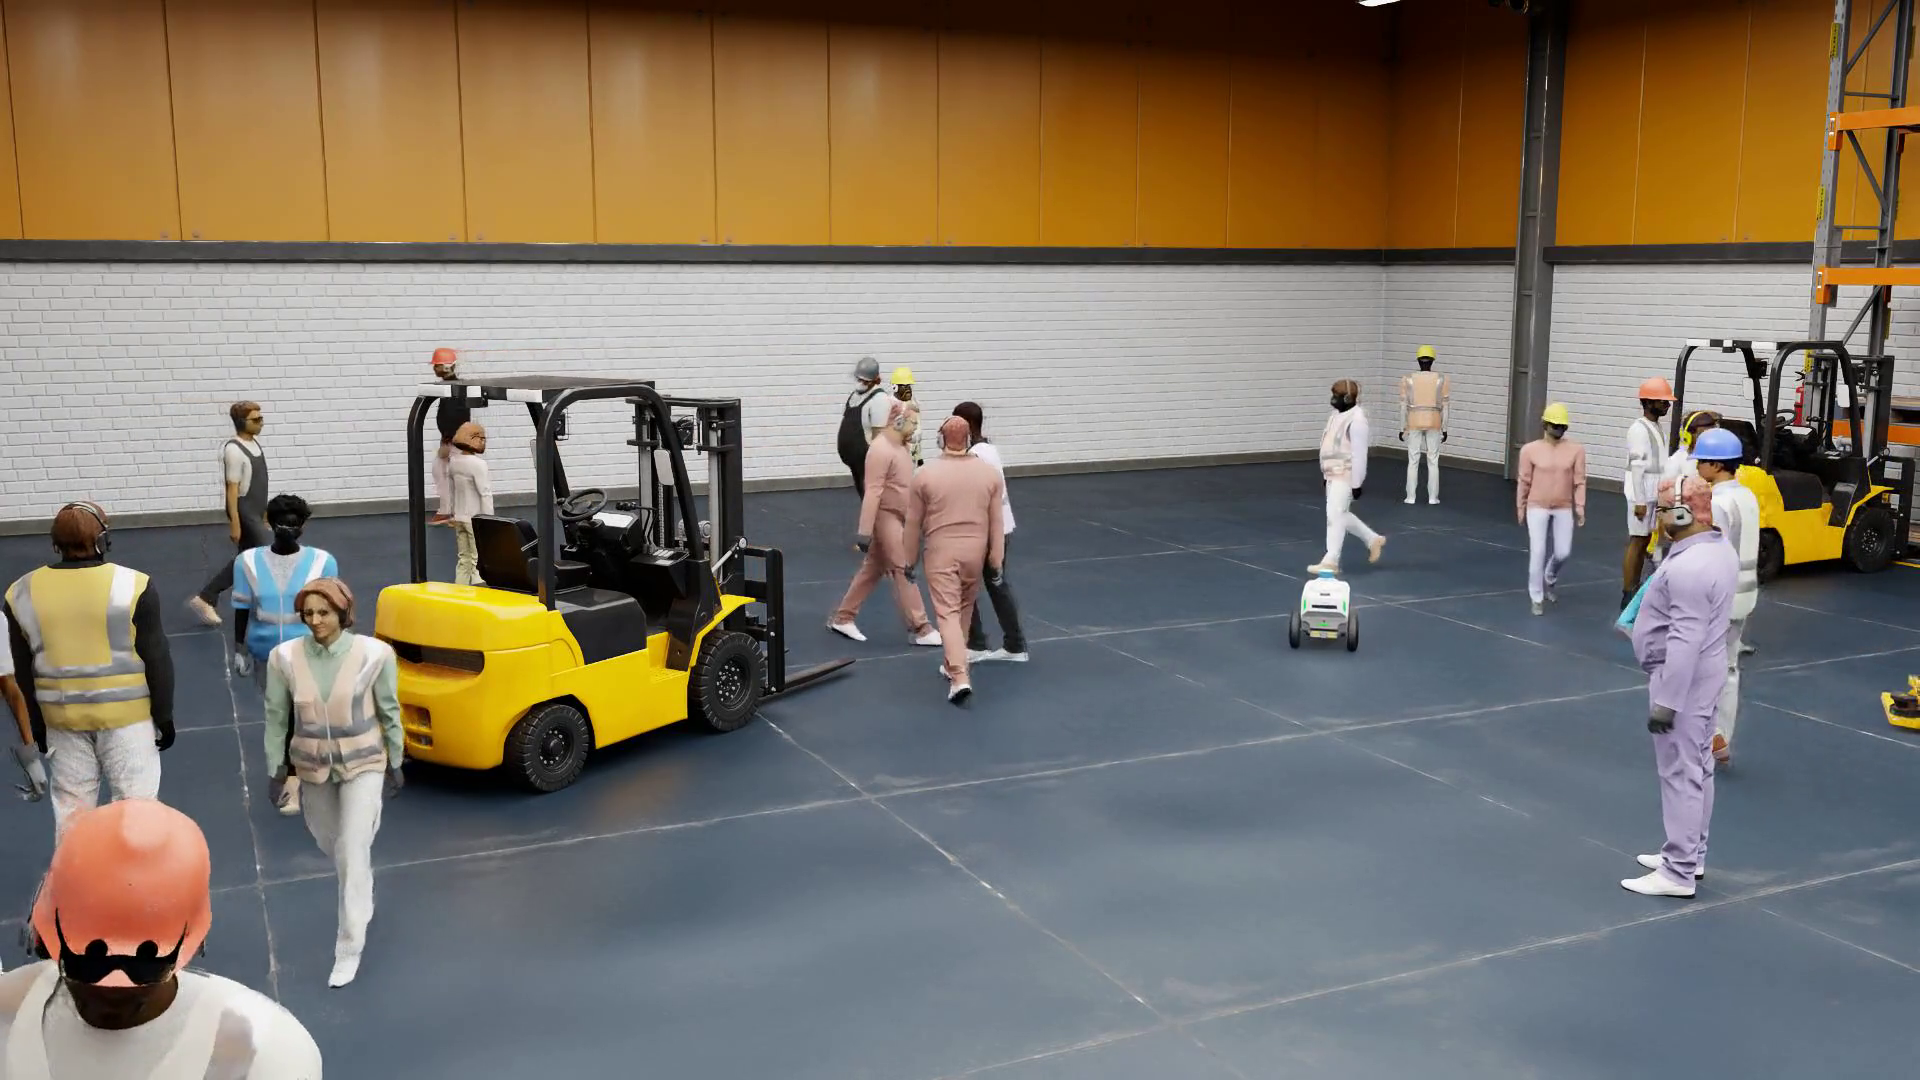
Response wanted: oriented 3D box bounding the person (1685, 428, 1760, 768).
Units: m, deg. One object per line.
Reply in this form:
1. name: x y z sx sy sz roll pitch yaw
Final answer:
1. person: 4.231 0.335 9.330 0.626 1.930 0.439 -8 12 -42

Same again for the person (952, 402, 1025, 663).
1. person: 0.149 -0.037 11.822 0.668 1.877 0.637 1 9 7

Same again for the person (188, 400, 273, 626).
1. person: -5.622 -0.192 12.990 0.876 1.820 0.520 -1 9 -8

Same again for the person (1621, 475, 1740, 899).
1. person: 3.227 0.652 7.480 0.404 1.902 0.636 6 11 35

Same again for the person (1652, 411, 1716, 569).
1. person: 5.058 0.021 11.560 0.629 1.845 0.433 -7 12 -38

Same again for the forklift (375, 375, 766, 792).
1. forklift: -2.268 0.149 9.685 1.214 2.155 2.313 6 11 32

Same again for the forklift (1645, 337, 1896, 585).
1. forklift: 7.551 -0.789 15.507 2.313 2.155 1.214 -4 10 -25

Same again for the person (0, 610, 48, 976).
1. person: -3.859 0.864 6.389 0.953 1.826 0.556 6 11 35

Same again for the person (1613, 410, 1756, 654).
1. person: 5.374 -0.076 12.304 0.973 1.801 0.568 9 13 44

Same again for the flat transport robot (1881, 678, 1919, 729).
1. flat transport robot: 6.444 1.040 10.107 1.431 0.197 0.652 4 10 24

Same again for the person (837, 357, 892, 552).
1. person: -0.932 -0.832 16.247 0.537 2.000 0.746 -4 10 -23

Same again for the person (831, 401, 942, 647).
1. person: -0.545 -0.120 12.473 0.990 1.850 0.682 2 9 10

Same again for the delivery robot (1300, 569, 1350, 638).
1. delivery robot: 2.752 0.464 12.509 0.477 0.478 0.707 2 10 14

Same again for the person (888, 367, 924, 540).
1. person: -0.595 -0.874 17.186 0.403 1.826 0.590 8 12 39

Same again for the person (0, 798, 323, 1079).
1. person: -1.350 1.360 2.792 0.657 1.992 0.582 1 9 7

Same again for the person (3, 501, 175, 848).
1. person: -3.644 0.748 7.051 0.627 1.847 0.429 -1 9 -8

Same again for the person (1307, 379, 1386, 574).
1. person: 3.615 -0.586 15.405 0.704 1.824 0.640 -1 9 -4

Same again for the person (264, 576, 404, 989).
1. person: -2.521 0.912 6.788 0.521 1.603 0.798 -1 9 -4

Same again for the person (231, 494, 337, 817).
1. person: -3.544 0.549 8.819 0.526 1.657 0.833 -1 9 -8

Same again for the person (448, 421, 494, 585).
1. person: -3.829 -0.122 13.106 0.497 1.632 0.289 8 12 40

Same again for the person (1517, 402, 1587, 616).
1. person: 4.833 -0.267 13.656 0.541 1.746 0.502 1 9 7

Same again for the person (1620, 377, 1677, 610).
1. person: 5.669 -0.370 13.702 0.356 1.938 0.545 6 11 34

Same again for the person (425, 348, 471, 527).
1. person: -5.635 -1.102 18.120 0.705 1.970 0.653 -3 10 -17

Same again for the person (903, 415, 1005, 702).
1. person: -0.033 0.105 11.009 0.655 1.859 1.011 -3 10 -18

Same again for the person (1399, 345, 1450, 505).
1. person: 5.562 -1.368 19.954 0.584 1.918 0.376 2 9 13
